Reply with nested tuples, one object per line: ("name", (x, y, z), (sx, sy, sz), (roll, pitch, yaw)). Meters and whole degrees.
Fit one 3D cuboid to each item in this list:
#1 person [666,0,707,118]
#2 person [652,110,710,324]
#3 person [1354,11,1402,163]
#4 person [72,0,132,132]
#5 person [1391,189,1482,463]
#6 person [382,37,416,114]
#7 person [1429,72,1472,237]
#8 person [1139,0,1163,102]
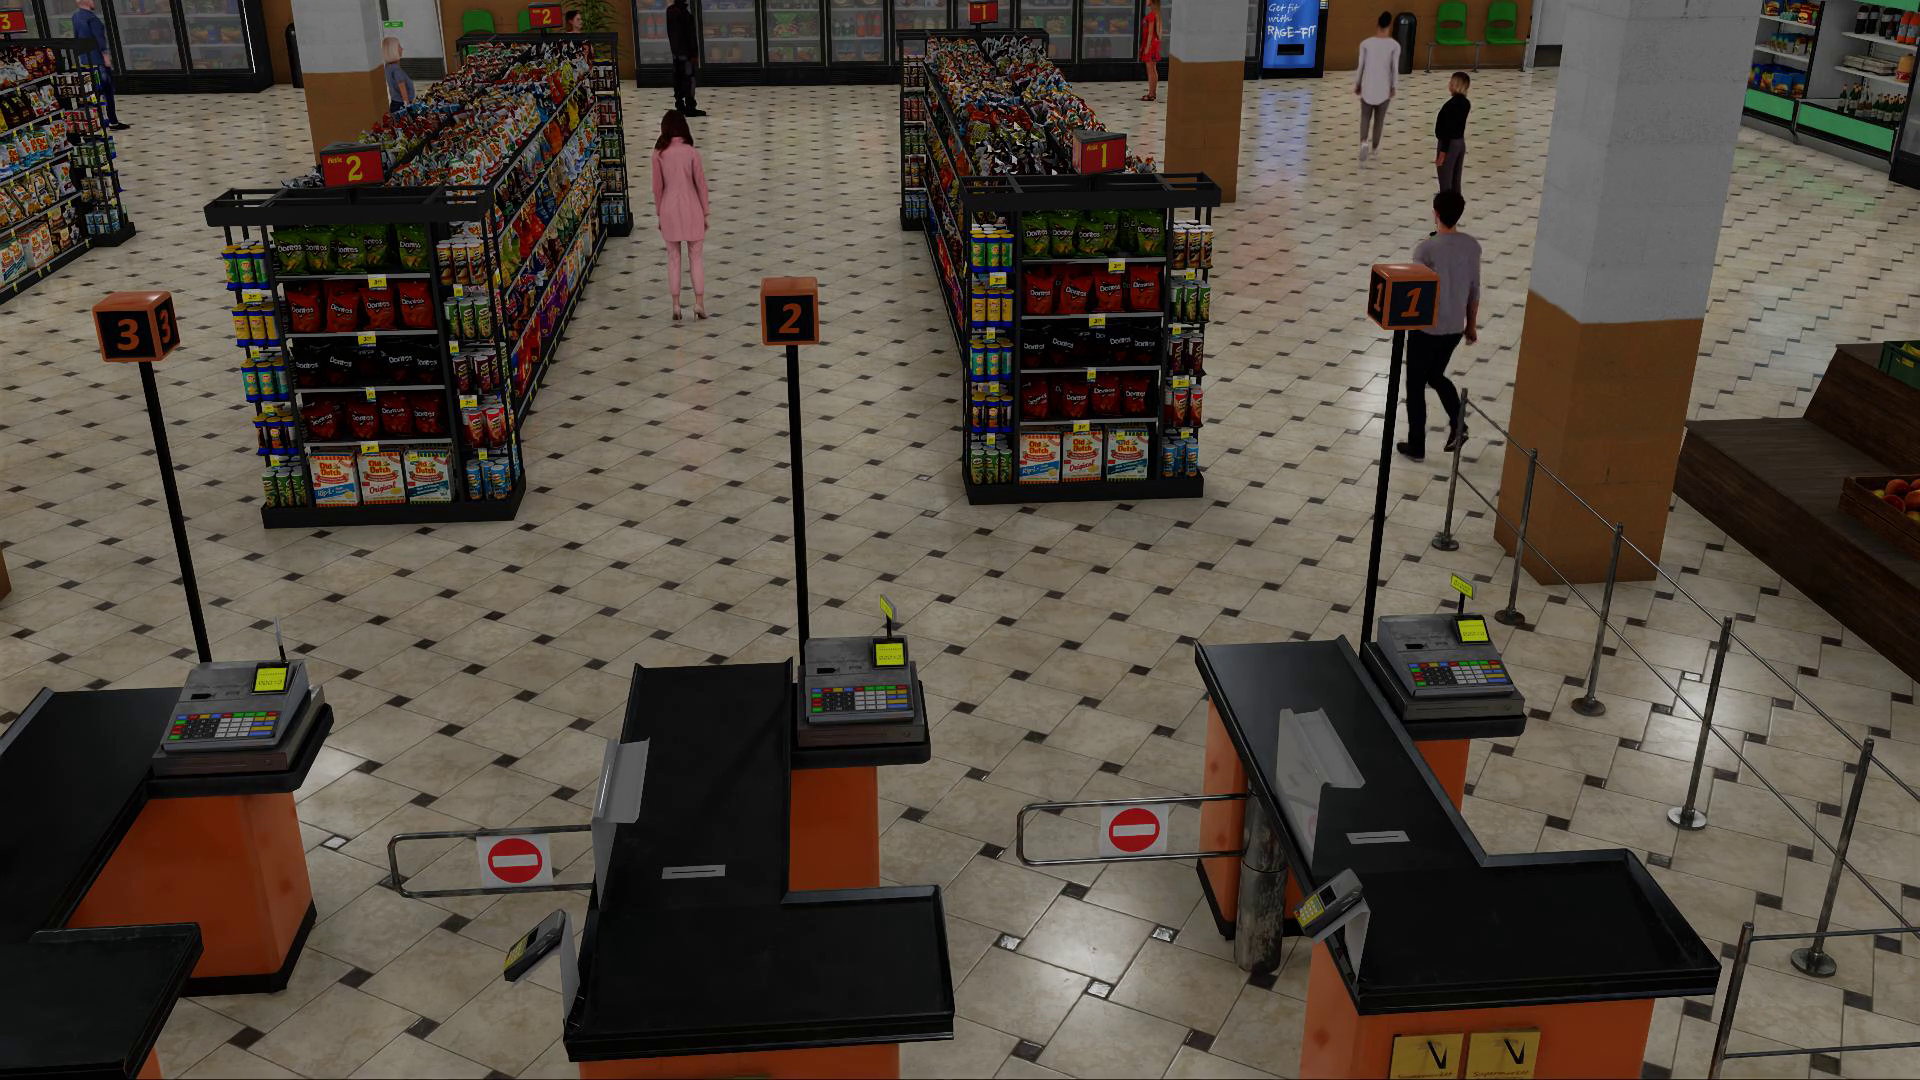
("person", (-4.012, -7.065, 24.016), (0.778, 1.825, 0.855), (21, 31, 40))
("person", (-2.378, -2.753, 14.190), (0.608, 1.803, 0.513), (-1, 24, -3))
("person", (5.171, -5.617, 20.715), (0.921, 1.818, 1.163), (7, 25, 15))
("person", (-11.907, -6.590, 22.931), (0.798, 1.825, 0.796), (12, 26, 25))
("person", (3.218, -1.369, 10.998), (0.809, 1.826, 0.850), (-11, 26, -23))
("person", (-6.498, -4.960, 19.332), (0.716, 1.722, 0.611), (-16, 29, -33))
("person", (5.068, -3.964, 17.121), (0.728, 1.672, 0.675), (20, 31, 38))
("person", (2.930, -7.531, 25.369), (0.709, 1.593, 0.600), (7, 25, 16))
